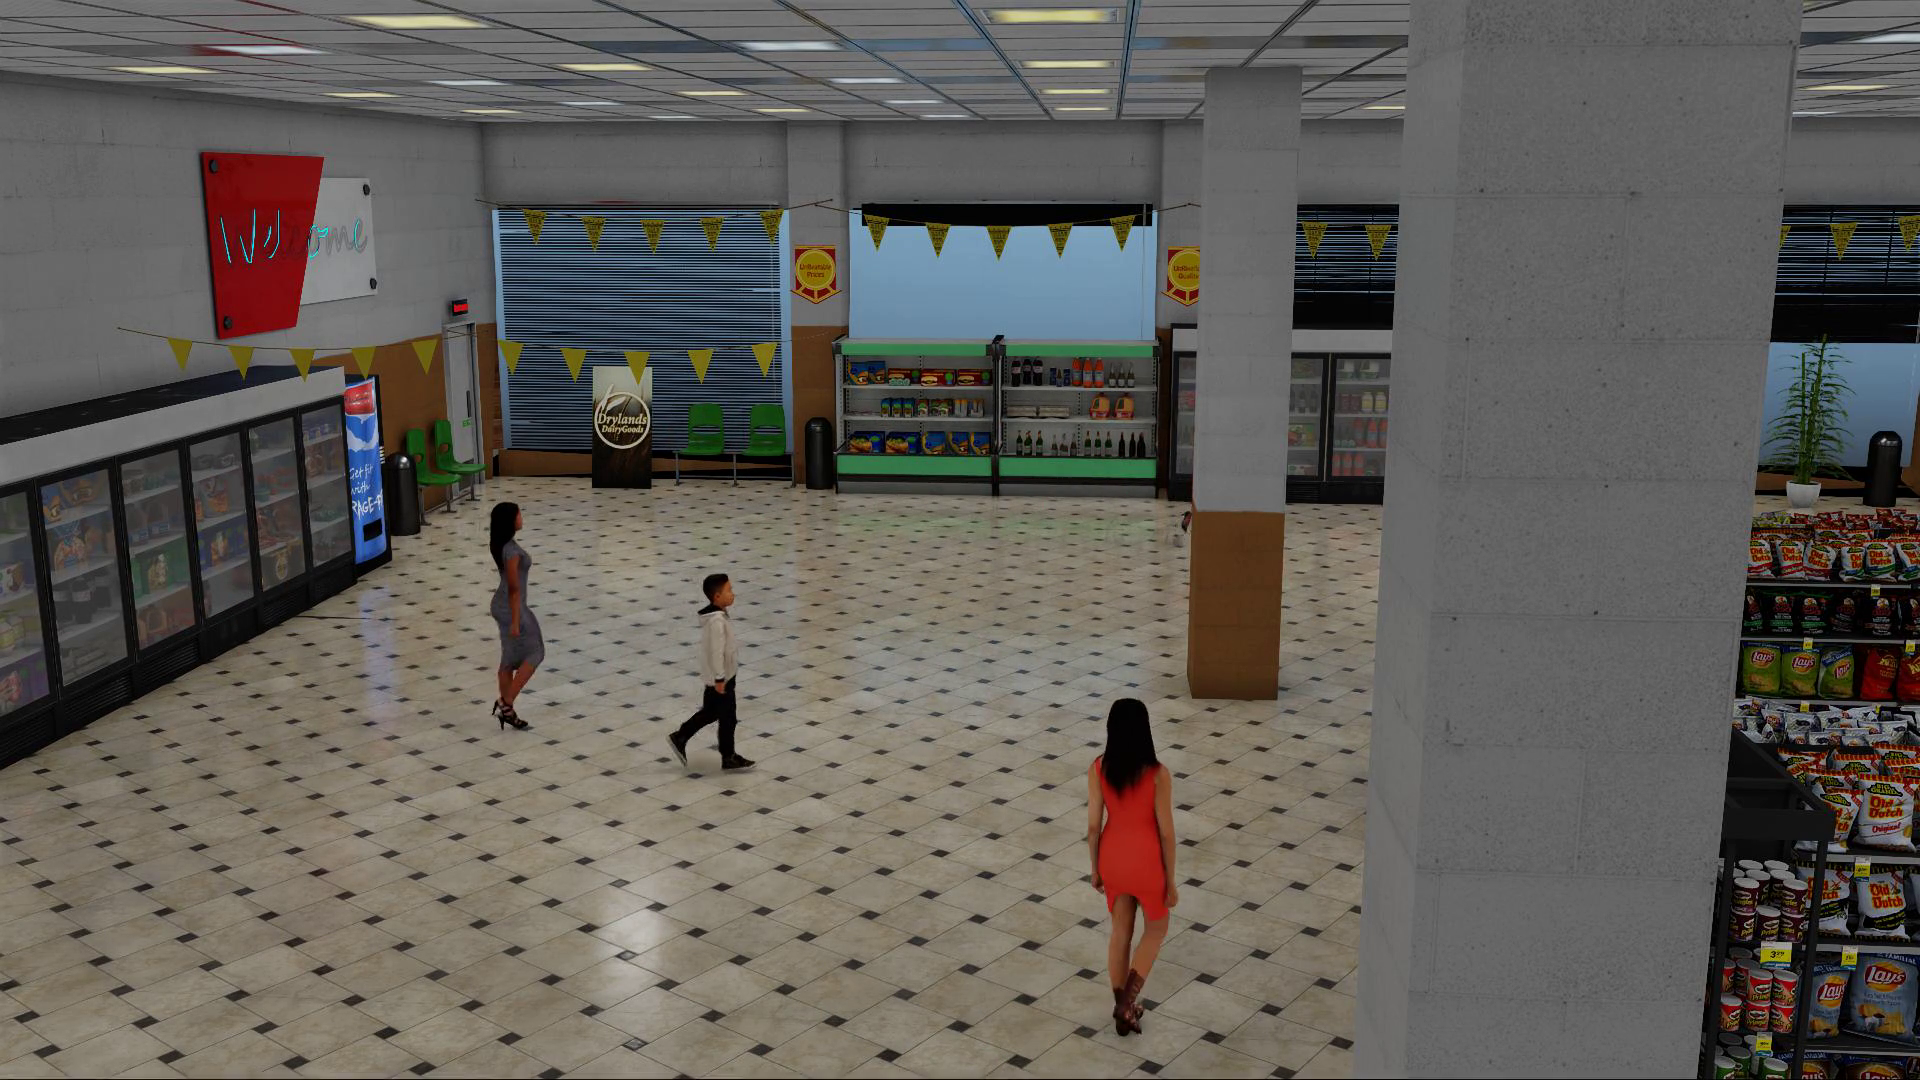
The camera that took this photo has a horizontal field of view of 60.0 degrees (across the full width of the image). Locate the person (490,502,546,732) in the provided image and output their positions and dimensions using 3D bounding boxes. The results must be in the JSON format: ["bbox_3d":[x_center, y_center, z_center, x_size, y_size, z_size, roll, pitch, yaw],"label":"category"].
[{"bbox_3d":[-3.487,0.602,12.621,0.801,1.773,0.742,-9,15,-37],"label":"person"}]

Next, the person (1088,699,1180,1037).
[{"bbox_3d":[0.798,1.614,7.971,0.732,1.708,0.786,5,13,24],"label":"person"}]

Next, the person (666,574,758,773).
[{"bbox_3d":[-1.777,0.955,11.761,0.923,1.437,0.716,-2,12,-7],"label":"person"}]
